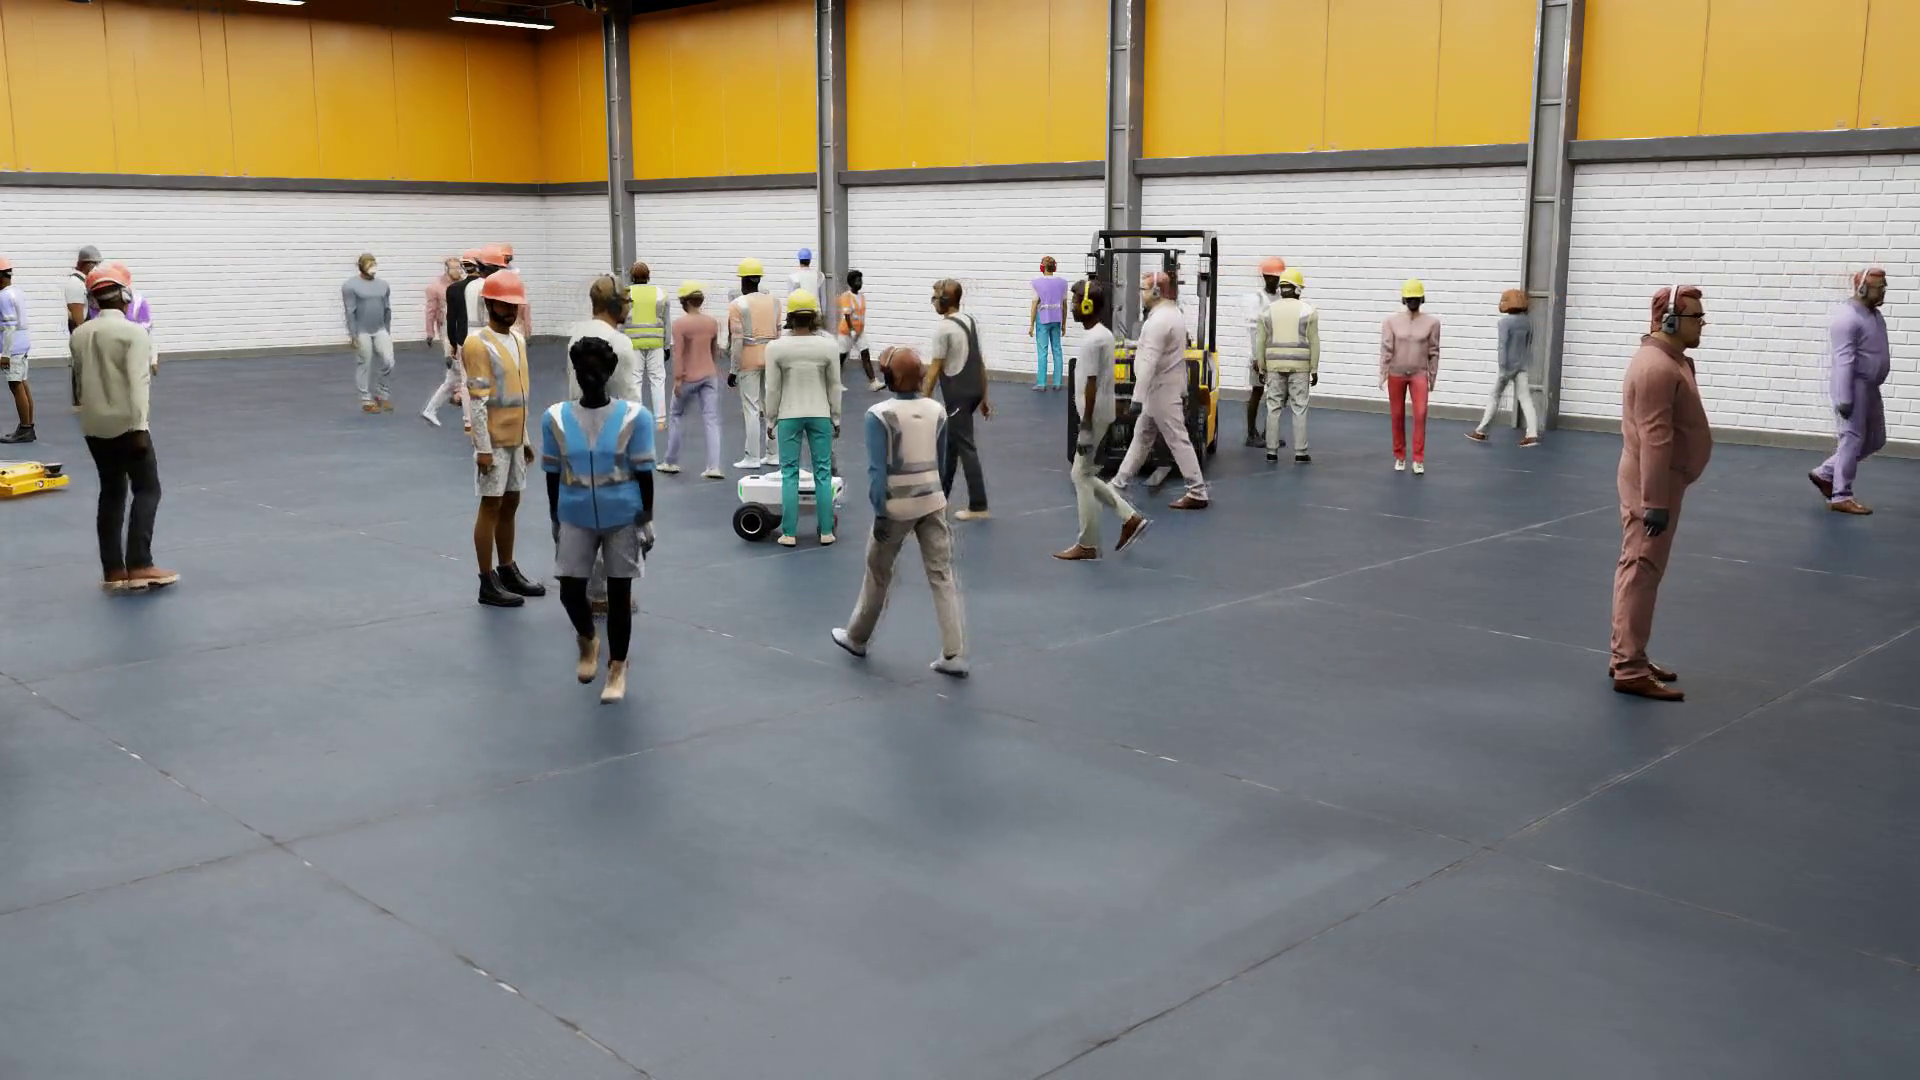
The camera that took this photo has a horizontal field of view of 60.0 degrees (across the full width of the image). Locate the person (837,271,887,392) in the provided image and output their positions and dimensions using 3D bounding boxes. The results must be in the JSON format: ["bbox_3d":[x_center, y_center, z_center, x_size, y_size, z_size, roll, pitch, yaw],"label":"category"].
[{"bbox_3d":[-1.391,-2.807,22.502,0.880,1.647,0.537,8,13,37],"label":"person"}]

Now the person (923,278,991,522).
[{"bbox_3d":[-0.101,-1.047,12.473,0.828,1.807,0.532,6,12,28],"label":"person"}]

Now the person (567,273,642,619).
[{"bbox_3d":[-1.952,-0.514,9.268,0.437,1.922,0.650,-6,12,-29],"label":"person"}]

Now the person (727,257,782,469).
[{"bbox_3d":[-1.883,-1.609,15.224,0.373,1.928,0.584,10,14,43],"label":"person"}]

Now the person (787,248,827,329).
[{"bbox_3d":[-2.270,-3.345,24.640,0.614,1.945,0.404,-4,11,-21],"label":"person"}]

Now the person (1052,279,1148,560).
[{"bbox_3d":[0.900,-0.766,10.855,0.512,1.855,0.510,2,11,11],"label":"person"}]

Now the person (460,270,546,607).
[{"bbox_3d":[-2.637,-0.591,9.657,0.375,1.934,0.547,3,11,15],"label":"person"}]

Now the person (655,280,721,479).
[{"bbox_3d":[-2.397,-1.417,14.706,0.526,1.731,0.817,-10,14,-43],"label":"person"}]

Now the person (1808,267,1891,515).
[{"bbox_3d":[6.884,-1.145,12.801,0.665,1.889,0.473,-10,14,-42],"label":"person"}]

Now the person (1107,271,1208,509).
[{"bbox_3d":[1.500,-1.160,12.981,1.010,1.847,0.664,3,11,15],"label":"person"}]

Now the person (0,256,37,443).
[{"bbox_3d":[-9.789,-1.958,17.128,0.368,1.929,0.542,-3,11,-18],"label":"person"}]

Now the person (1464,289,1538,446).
[{"bbox_3d":[5.610,-1.760,16.977,0.515,1.577,0.879,-7,12,-32],"label":"person"}]

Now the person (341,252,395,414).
[{"bbox_3d":[-7.041,-2.460,19.859,0.503,1.923,0.625,9,14,42],"label":"person"}]

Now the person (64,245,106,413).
[{"bbox_3d":[-10.306,-2.528,19.931,0.869,2.000,0.704,1,10,8],"label":"person"}]

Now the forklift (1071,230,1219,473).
[{"bbox_3d":[1.804,-1.825,15.677,1.214,2.155,2.313,2,11,13],"label":"forklift"}]

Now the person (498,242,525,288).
[{"bbox_3d":[-7.088,-3.613,25.891,0.630,2.026,0.713,-4,11,-22],"label":"person"}]

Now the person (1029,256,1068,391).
[{"bbox_3d":[1.218,-2.957,22.798,0.570,1.845,0.383,-5,12,-25],"label":"person"}]

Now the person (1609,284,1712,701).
[{"bbox_3d":[3.271,-0.228,7.757,0.399,1.908,0.643,4,11,21],"label":"person"}]

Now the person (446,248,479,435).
[{"bbox_3d":[-5.170,-2.116,17.813,0.612,1.991,0.392,0,10,-1],"label":"person"}]

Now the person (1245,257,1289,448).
[{"bbox_3d":[3.099,-1.867,16.671,0.559,1.919,0.527,-7,12,-32],"label":"person"}]

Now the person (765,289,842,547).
[{"bbox_3d":[-1.072,-0.829,11.406,0.530,1.772,0.303,-2,11,-12],"label":"person"}]

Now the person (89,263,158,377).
[{"bbox_3d":[-8.392,-1.841,16.705,0.563,1.869,1.087,-5,12,-27],"label":"person"}]

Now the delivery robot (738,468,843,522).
[{"bbox_3d":[-1.193,-0.333,11.759,0.707,0.478,0.477,1,10,6],"label":"delivery robot"}]

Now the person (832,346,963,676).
[{"bbox_3d":[-0.274,-0.152,8.195,0.536,1.588,0.871,-8,13,-38],"label":"person"}]

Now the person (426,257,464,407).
[{"bbox_3d":[-6.257,-2.587,20.757,0.668,1.847,0.989,-8,13,-38],"label":"person"}]

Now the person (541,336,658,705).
[{"bbox_3d":[-1.640,-0.088,7.597,0.540,1.686,0.385,0,10,-2],"label":"person"}]

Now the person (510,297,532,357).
[{"bbox_3d":[-5.809,-2.613,21.526,0.524,1.619,0.589,0,10,0],"label":"person"}]

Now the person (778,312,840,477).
[{"bbox_3d":[-1.157,-1.066,12.833,0.482,1.715,0.742,2,11,9],"label":"person"}]

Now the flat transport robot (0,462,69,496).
[{"bbox_3d":[-8.286,-0.528,13.852,1.431,0.197,0.652,2,11,11],"label":"flat transport robot"}]

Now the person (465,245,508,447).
[{"bbox_3d":[-4.723,-1.921,16.651,0.415,2.030,0.720,-8,13,-37],"label":"person"}]

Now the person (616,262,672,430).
[{"bbox_3d":[-3.467,-2.112,18.200,0.627,1.847,0.429,-3,11,-18],"label":"person"}]

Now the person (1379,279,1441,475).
[{"bbox_3d":[4.012,-1.448,14.863,0.529,1.737,0.767,2,11,13],"label":"person"}]

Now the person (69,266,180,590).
[{"bbox_3d":[-5.112,-0.680,10.108,0.659,1.946,0.513,4,11,21],"label":"person"}]

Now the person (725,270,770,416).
[{"bbox_3d":[-2.457,-2.321,19.441,0.500,1.830,0.862,-4,11,-20],"label":"person"}]

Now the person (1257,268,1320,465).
[{"bbox_3d":[3.068,-1.612,15.528,0.586,1.823,0.403,4,11,22],"label":"person"}]

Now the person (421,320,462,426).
[{"bbox_3d":[-5.669,-2.065,18.618,0.819,1.600,0.541,-2,11,-9],"label":"person"}]
